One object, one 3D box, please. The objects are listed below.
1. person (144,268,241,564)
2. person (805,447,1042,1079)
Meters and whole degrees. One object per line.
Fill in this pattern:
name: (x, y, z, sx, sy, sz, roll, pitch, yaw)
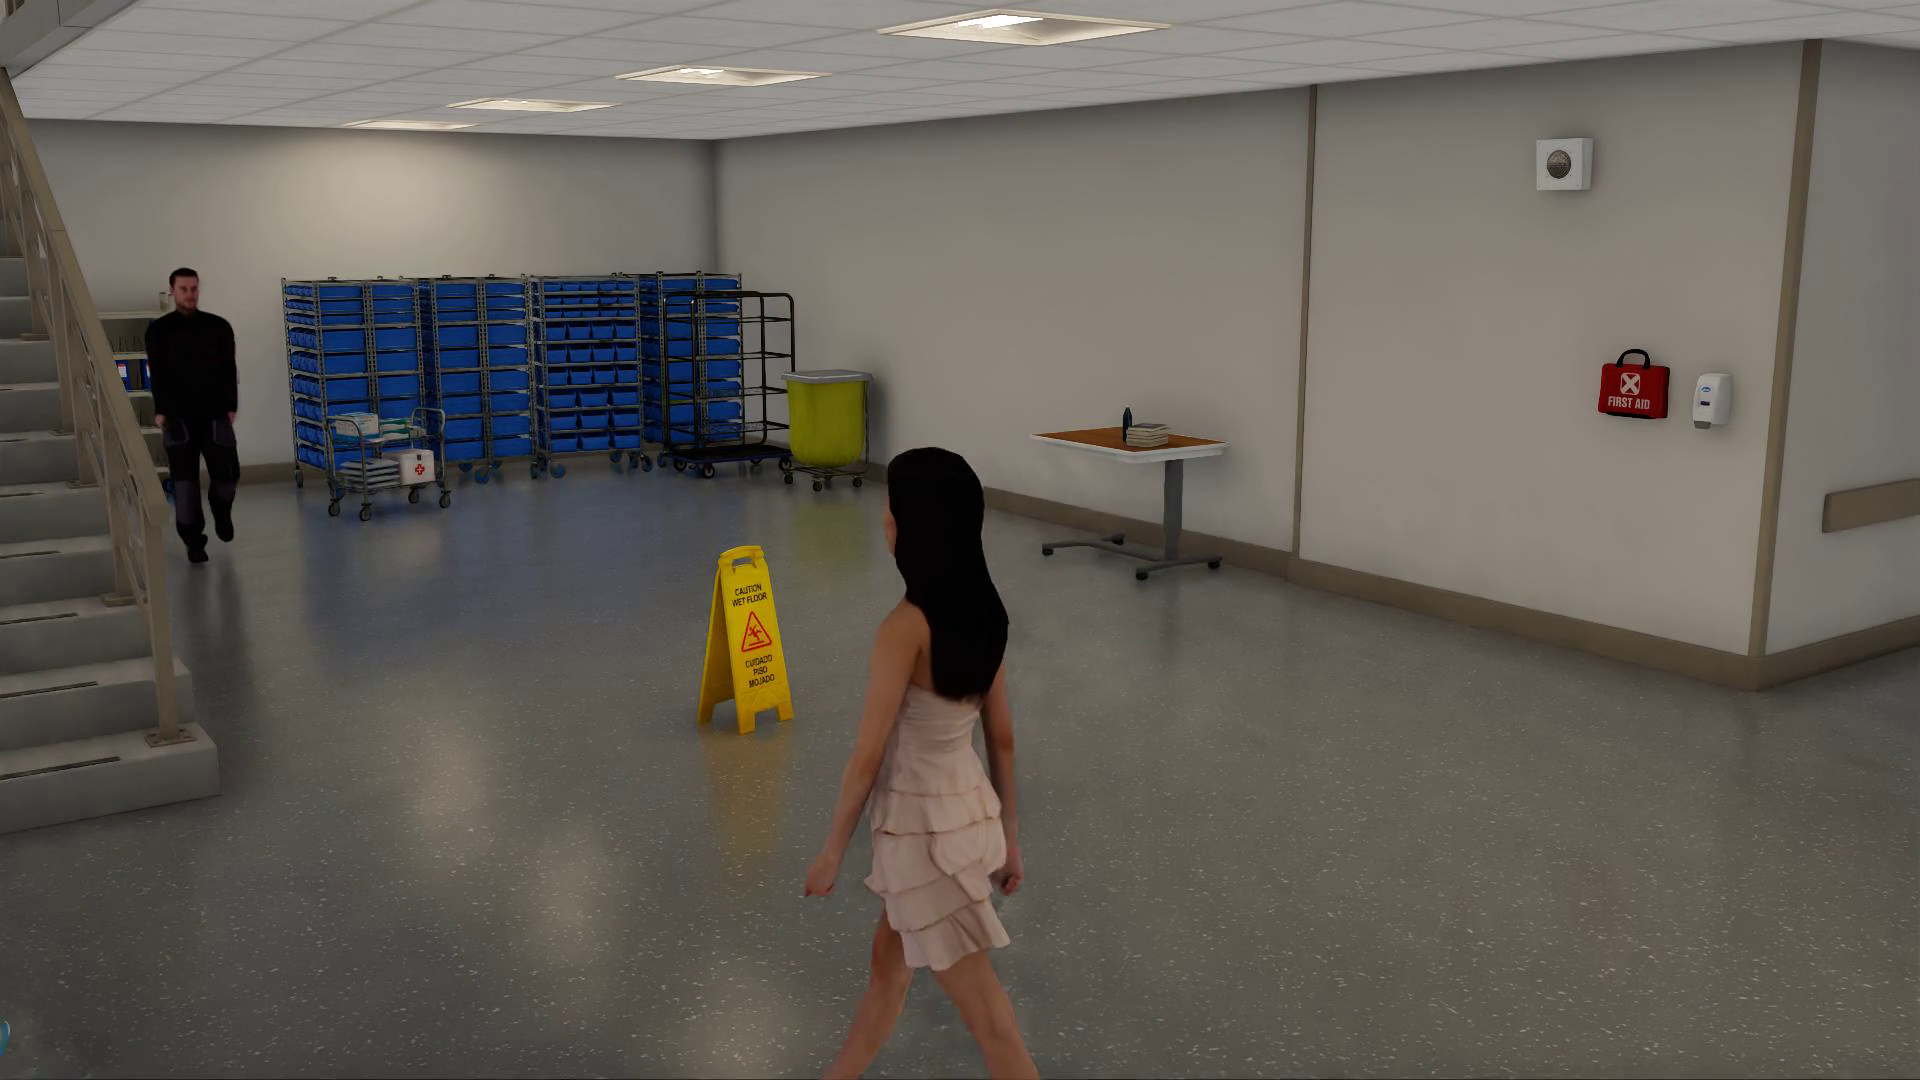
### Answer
person: (-4.990, -0.808, 10.838, 0.747, 1.899, 0.909, -6, 12, -28)
person: (0.035, 0.705, 3.444, 1.142, 1.681, 0.892, 6, 12, 27)
